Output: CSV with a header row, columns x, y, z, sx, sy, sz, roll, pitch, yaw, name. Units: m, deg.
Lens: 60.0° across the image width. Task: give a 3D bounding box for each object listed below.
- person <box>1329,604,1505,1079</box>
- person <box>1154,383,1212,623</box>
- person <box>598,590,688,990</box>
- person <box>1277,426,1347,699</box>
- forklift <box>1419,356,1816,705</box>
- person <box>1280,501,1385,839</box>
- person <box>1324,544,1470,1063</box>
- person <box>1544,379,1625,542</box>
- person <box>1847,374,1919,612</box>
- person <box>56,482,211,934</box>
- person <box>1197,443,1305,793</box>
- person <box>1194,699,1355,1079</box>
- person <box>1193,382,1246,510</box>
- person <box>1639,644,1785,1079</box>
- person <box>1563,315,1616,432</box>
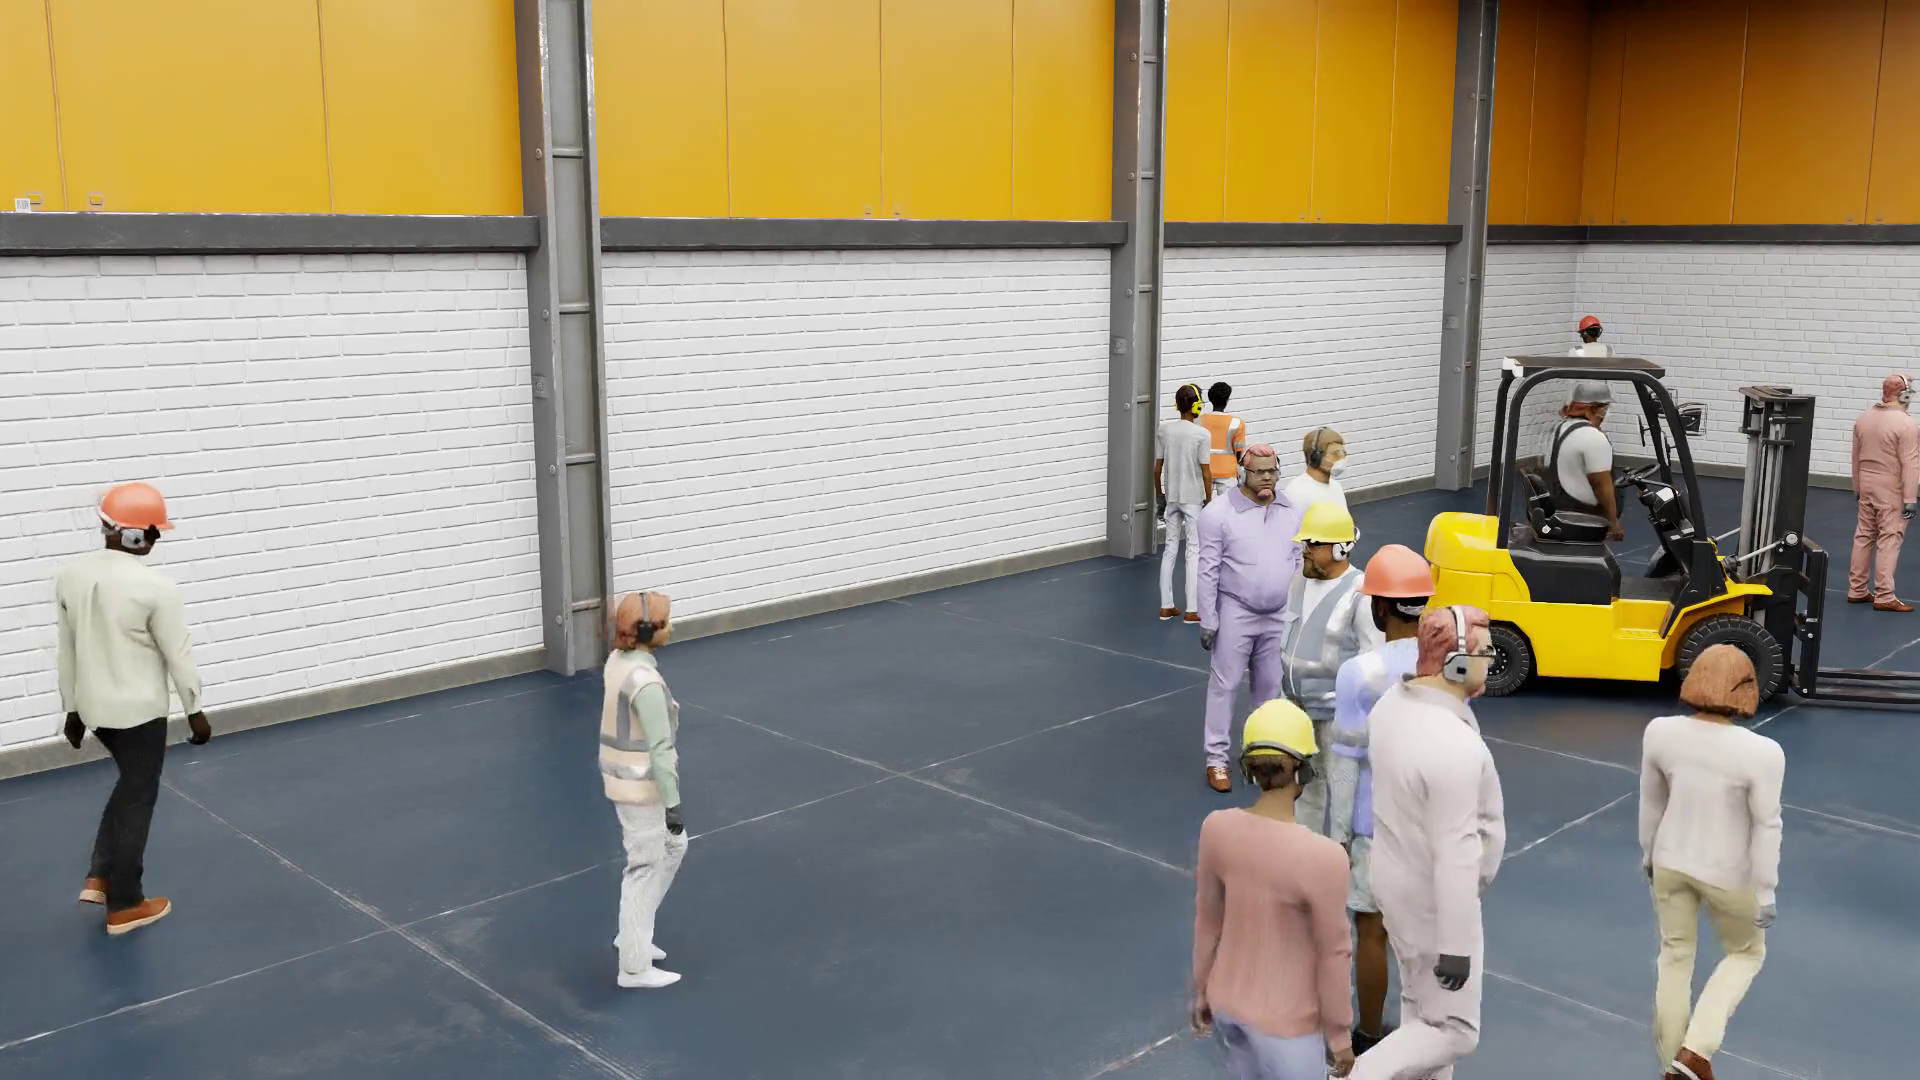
x,y,z,sx,sy,sz,roll,pitch,yaw,name
1.425,1.124,5.221,0.653,1.888,0.649,-1,10,-4,person
1.756,-0.286,12.971,0.534,1.869,0.311,9,14,40,person
-1.241,1.000,6.626,0.391,1.624,0.542,-5,11,-23,person
2.024,0.315,9.507,0.372,1.940,0.627,7,13,34,person
4.276,-0.101,11.076,2.313,2.155,1.214,2,11,13,forklift
1.648,0.729,7.538,0.403,1.831,0.596,-5,12,-27,person
1.548,0.973,5.964,0.541,1.930,0.385,-3,11,-17,person
4.557,-0.246,12.285,1.059,2.000,0.689,1,10,4,person
7.479,-0.382,13.398,0.409,1.905,0.651,-2,11,-10,person
-3.595,0.727,7.202,0.616,1.960,0.481,4,11,22,person
1.600,0.416,9.041,0.651,1.906,0.401,-4,11,-19,person
0.806,1.311,4.619,0.627,1.735,0.522,-7,12,-33,person
2.330,-0.590,15.118,0.534,1.691,0.318,3,11,18,person
2.605,1.151,5.786,0.343,1.617,0.524,-9,13,-39,person
7.664,-1.720,20.345,0.605,2.035,0.384,-2,11,-9,person
